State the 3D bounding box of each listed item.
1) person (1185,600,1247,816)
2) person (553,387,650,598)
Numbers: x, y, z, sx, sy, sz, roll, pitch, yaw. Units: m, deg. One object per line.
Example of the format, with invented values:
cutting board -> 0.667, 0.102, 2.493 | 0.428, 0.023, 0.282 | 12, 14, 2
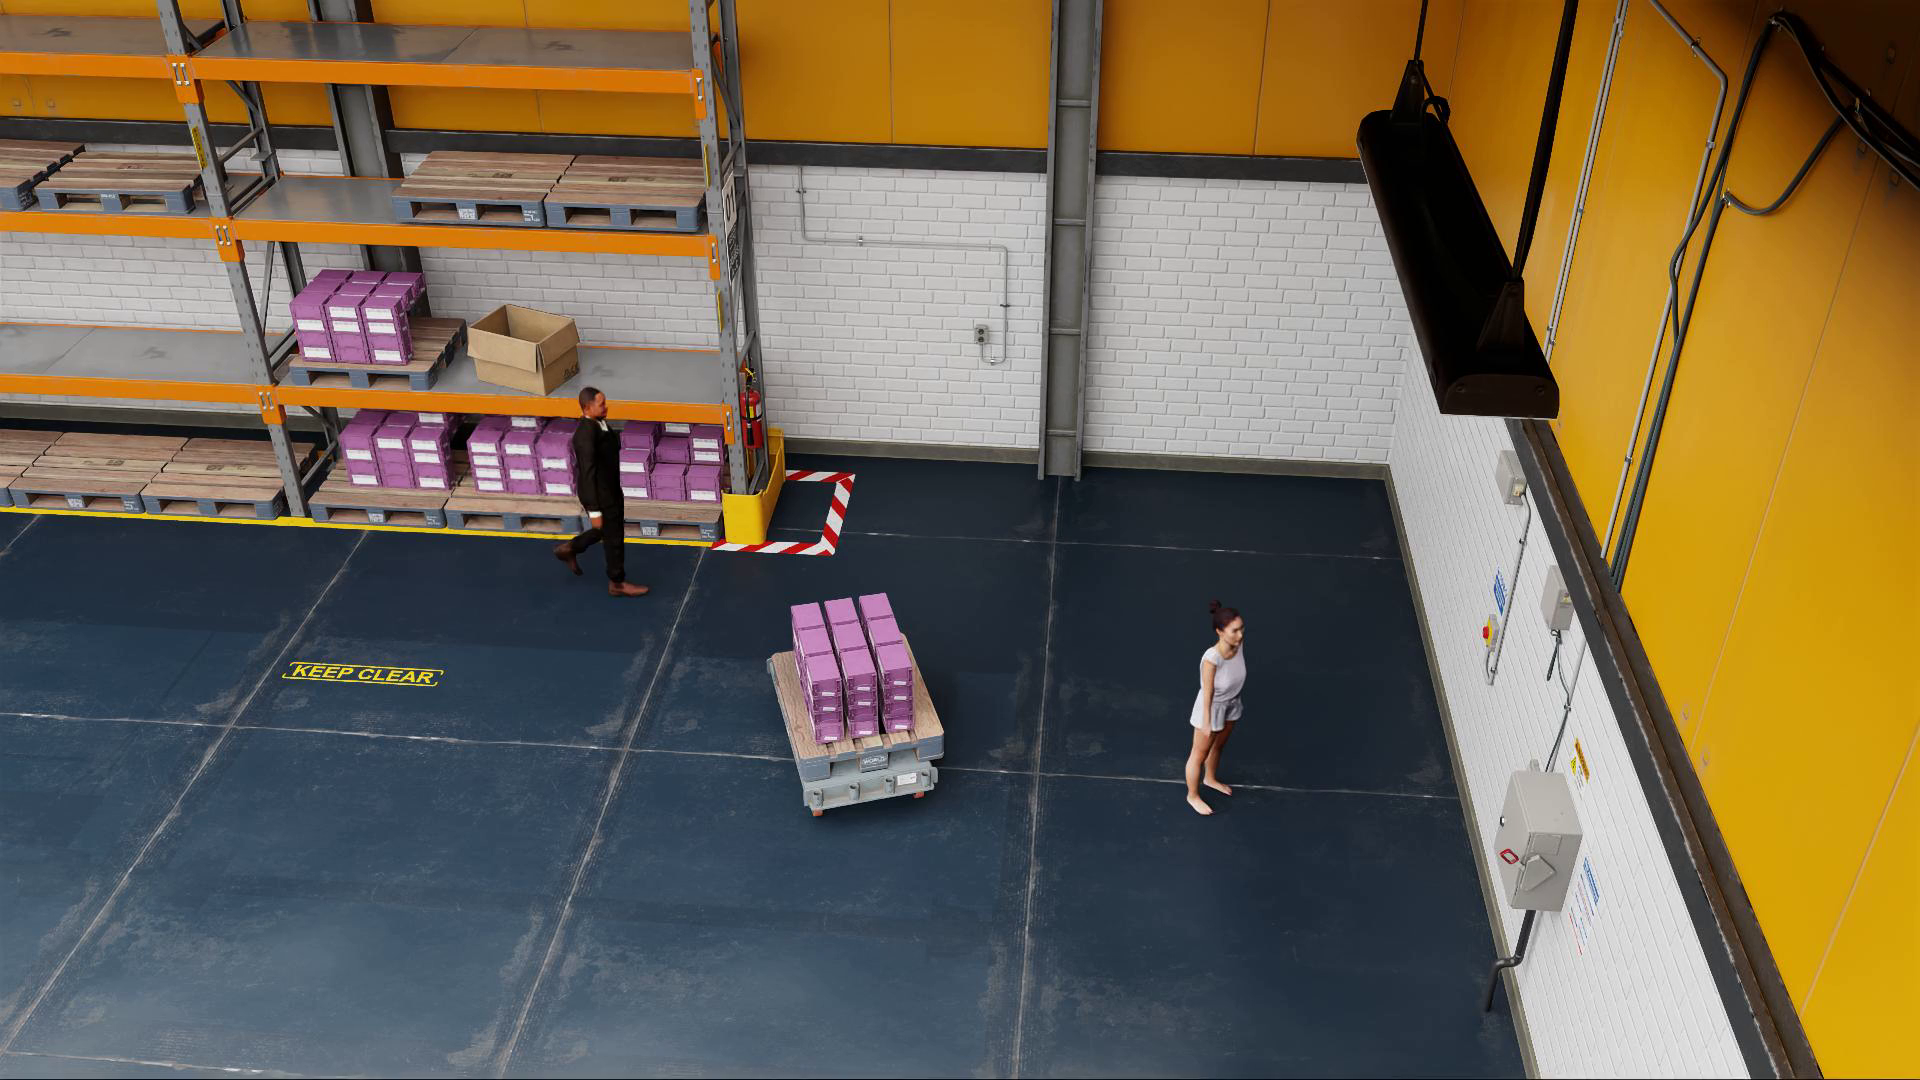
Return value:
person -> 1.744, 1.125, 11.287 | 0.708, 1.602, 0.664 | 28, 43, 35
person -> -2.954, -0.364, 13.270 | 1.022, 1.888, 0.736 | 1, 34, 1
